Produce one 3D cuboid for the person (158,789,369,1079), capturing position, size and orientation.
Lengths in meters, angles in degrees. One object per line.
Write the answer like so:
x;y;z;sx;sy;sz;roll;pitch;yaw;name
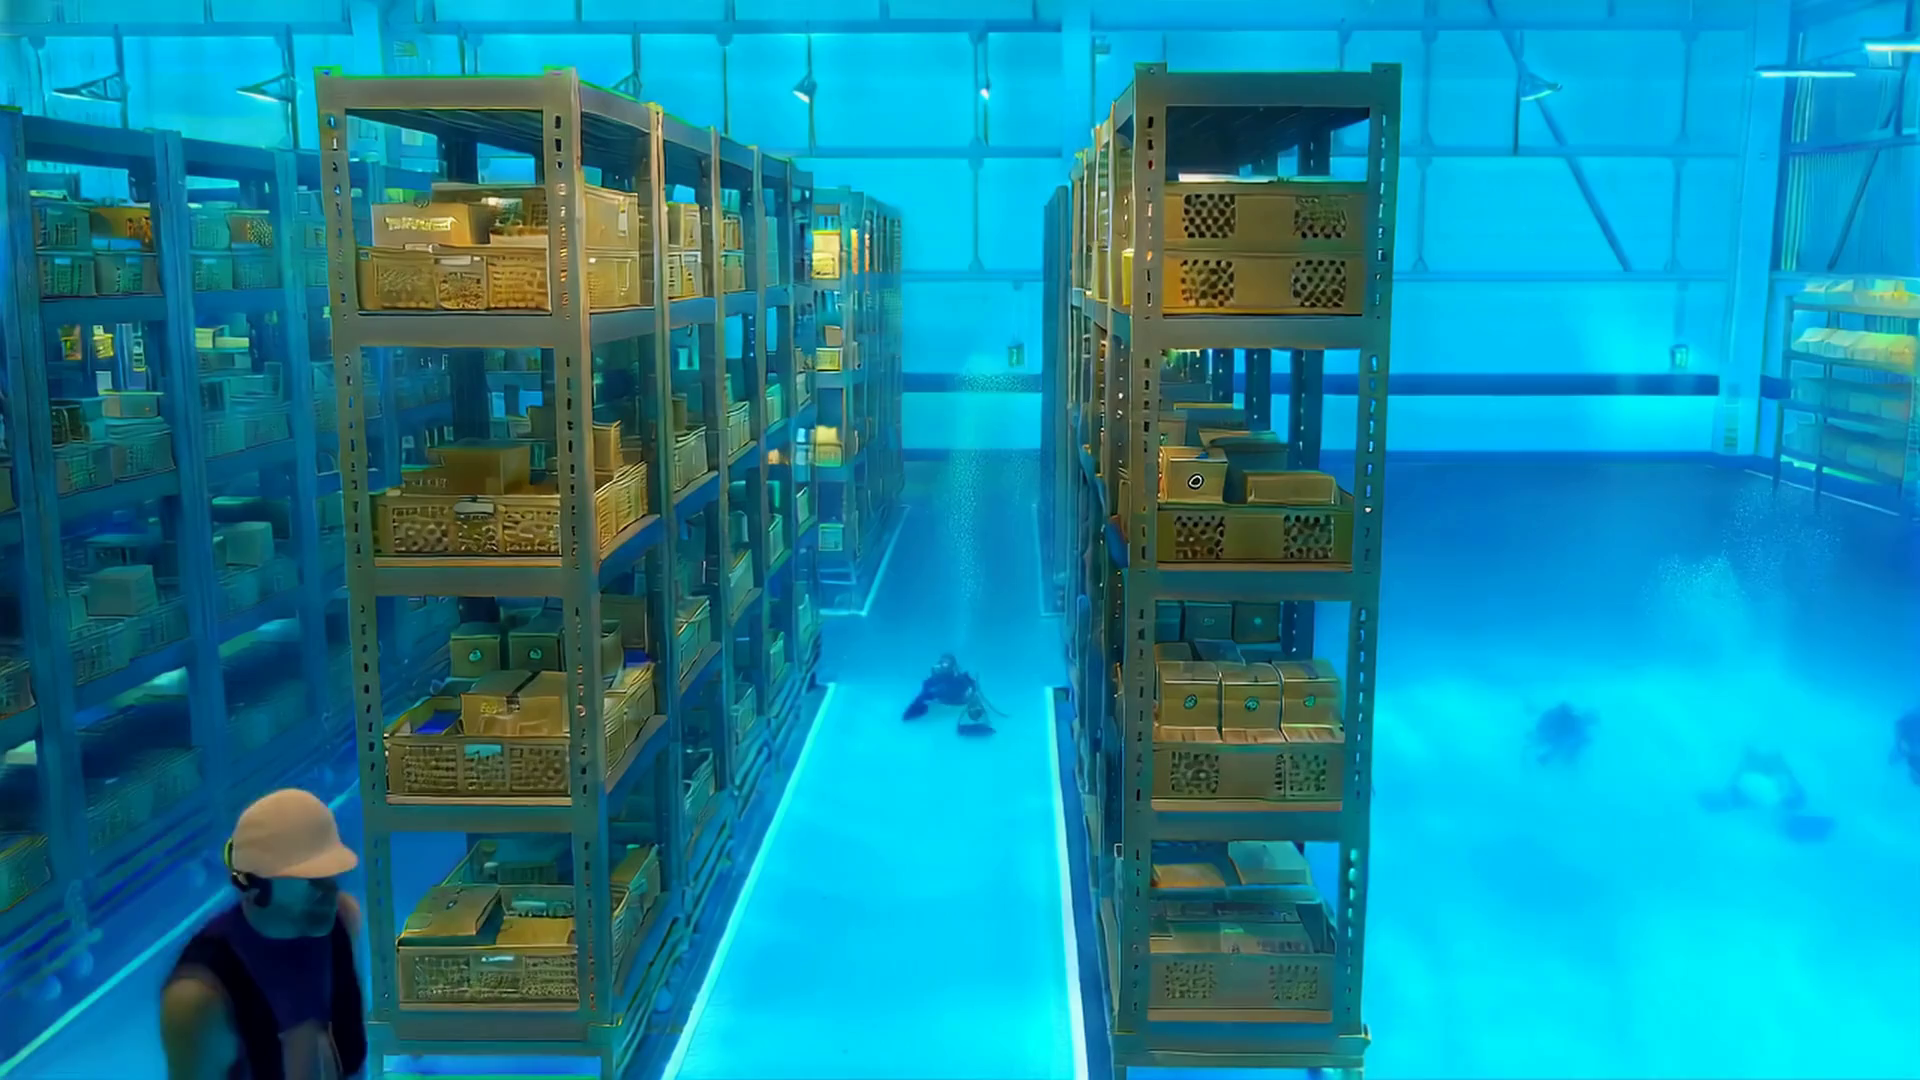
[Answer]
-1.727;1.453;4.057;0.682;1.809;0.612;3;10;19;person
